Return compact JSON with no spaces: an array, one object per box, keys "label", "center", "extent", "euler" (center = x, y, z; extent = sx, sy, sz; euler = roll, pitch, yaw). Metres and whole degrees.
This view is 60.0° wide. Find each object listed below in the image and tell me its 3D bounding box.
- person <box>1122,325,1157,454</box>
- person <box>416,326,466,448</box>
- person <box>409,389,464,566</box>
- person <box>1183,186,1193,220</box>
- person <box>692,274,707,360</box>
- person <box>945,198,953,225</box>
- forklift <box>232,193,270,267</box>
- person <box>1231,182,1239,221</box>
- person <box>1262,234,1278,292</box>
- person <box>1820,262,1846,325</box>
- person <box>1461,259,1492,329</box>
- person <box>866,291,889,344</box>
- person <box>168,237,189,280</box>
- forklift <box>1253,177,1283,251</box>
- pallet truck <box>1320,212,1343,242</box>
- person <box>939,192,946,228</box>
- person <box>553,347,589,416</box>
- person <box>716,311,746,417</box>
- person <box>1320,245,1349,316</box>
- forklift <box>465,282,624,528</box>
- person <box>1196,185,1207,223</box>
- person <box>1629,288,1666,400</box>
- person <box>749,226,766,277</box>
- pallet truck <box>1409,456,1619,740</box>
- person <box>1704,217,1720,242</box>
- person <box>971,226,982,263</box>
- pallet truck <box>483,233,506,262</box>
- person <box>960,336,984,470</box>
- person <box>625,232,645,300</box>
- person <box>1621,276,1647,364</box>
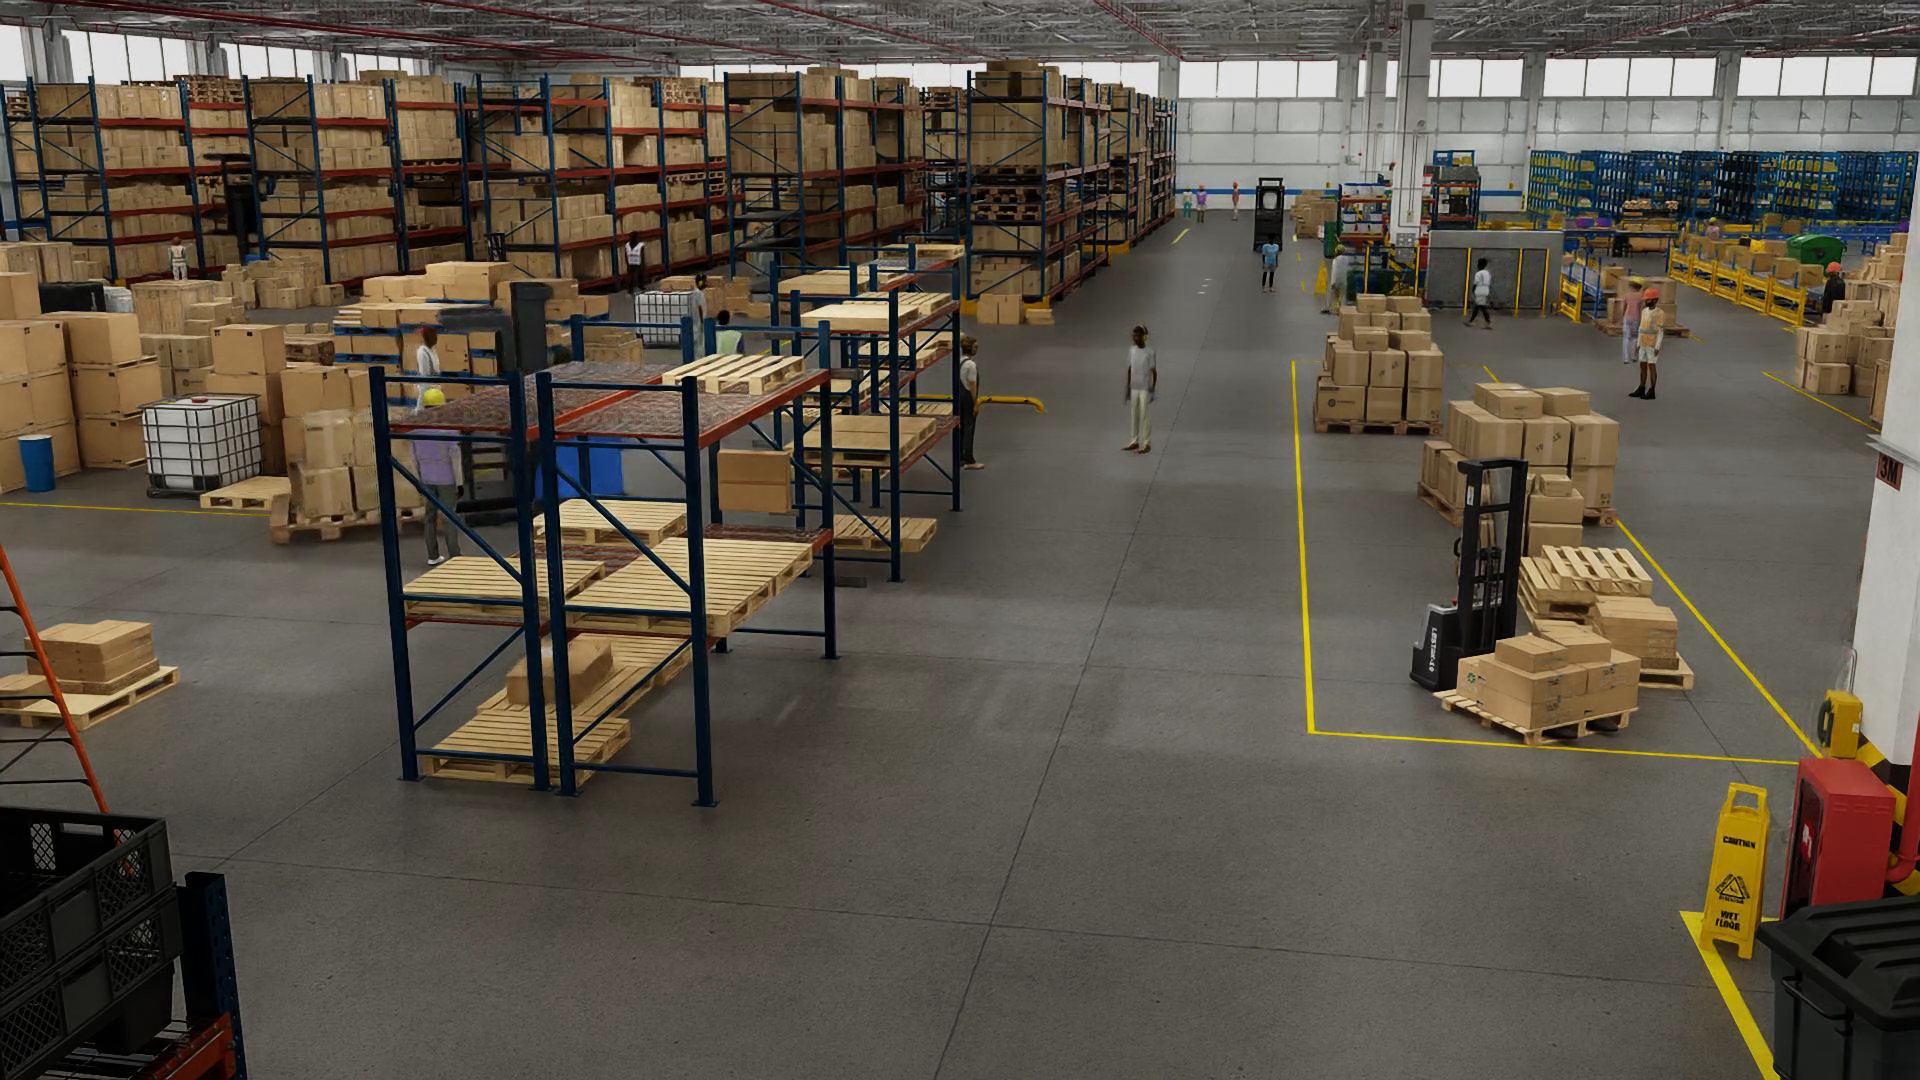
[{"label":"person","center":[2.628,-2.194,24.201],"extent":[0.315,1.865,0.526],"euler":[-13,19,-42]},{"label":"person","center":[-7.802,-2.226,24.417],"extent":[1.008,1.837,0.586],"euler":[1,14,3]},{"label":"person","center":[-5.593,-0.664,17.857],"extent":[0.585,1.930,0.366],"euler":[4,14,15]},{"label":"person","center":[11.990,-17.766,87.632],"extent":[0.534,1.765,0.324],"euler":[3,14,12]},{"label":"person","center":[-5.092,-4.305,32.786],"extent":[0.339,1.864,0.554],"euler":[-5,15,-19]},{"label":"person","center":[-0.464,-15.001,76.049],"extent":[0.372,1.940,0.631],"euler":[-9,16,-31]},{"label":"forklift","center":[-20.676,-8.722,48.617],"extent":[1.873,2.768,1.129],"euler":[5,15,20]},{"label":"person","center":[14.287,-17.588,86.431],"extent":[0.389,1.992,0.625],"euler":[1,14,4]},{"label":"person","center":[9.000,-8.041,48.296],"extent":[0.533,1.692,0.319],"euler":[-5,15,-19]},{"label":"person","center":[17.892,-4.716,34.181],"extent":[0.396,1.991,0.610],"euler":[0,14,-2]},{"label":"person","center":[12.320,-5.832,39.407],"extent":[0.560,1.646,0.878],"euler":[-13,19,-43]},{"label":"person","center":[-1.666,-4.315,32.701],"extent":[0.640,1.924,0.711],"euler":[12,18,41]},{"label":"person","center":[-22.326,-7.834,47.564],"extent":[0.514,1.641,0.307],"euler":[-5,15,-20]},{"label":"forklift","center":[12.083,-12.747,64.956],"extent":[1.129,2.768,1.873],"euler":[3,14,10]},{"label":"pallet truck","center":[15.874,-13.227,70.310],"extent":[0.680,1.201,1.601],"euler":[10,17,35]},{"label":"person","center":[-0.760,-14.686,74.769],"extent":[0.354,1.939,0.544],"euler":[-3,14,-12]},{"label":"person","center":[-5.112,-1.538,21.462],"extent":[0.647,1.898,0.923],"euler":[-9,17,-33]},{"label":"person","center":[-3.662,-2.658,26.094],"extent":[0.591,1.873,0.991],"euler":[2,14,8]},{"label":"person","center":[9.515,-6.581,42.168],"extent":[0.603,1.783,0.832],"euler":[-10,17,-35]},{"label":"forklift","center":[-5.110,-1.678,20.015],"extent":[1.873,2.768,1.129],"euler":[-5,15,-20]},{"label":"person","center":[12.271,-17.074,84.563],"extent":[0.555,1.904,0.960],"euler":[4,14,14]},{"label":"person","center":[12.014,-3.424,29.045],"extent":[0.376,1.935,0.550],"euler":[-4,14,-16]},{"label":"person","center":[-6.493,-9.234,53.293],"extent":[0.510,1.618,0.521],"euler":[3,14,11]},{"label":"pallet truck","center":[4.504,0.400,13.395],"extent":[0.823,1.965,1.885],"euler":[-6,15,-23]},{"label":"person","center":[25.770,-10.197,56.983],"extent":[0.897,1.728,0.522],"euler":[-4,15,-17]},{"label":"person","center":[0.541,-10.252,56.961],"extent":[0.429,1.846,0.631],"euler":[10,17,35]},{"label":"pallet truck","center":[-11.832,-7.026,43.548],"extent":[1.885,1.965,0.823],"euler":[8,16,28]},{"label":"person","center":[0.109,-1.898,23.038],"extent":[0.329,1.844,0.516],"euler":[-7,16,-27]},{"label":"person","center":[-9.053,-7.650,46.365],"extent":[0.615,1.865,1.024],"euler":[3,14,11]},{"label":"person","center":[13.629,-4.443,33.559],"extent":[0.553,1.739,0.685],"euler":[13,19,42]}]
